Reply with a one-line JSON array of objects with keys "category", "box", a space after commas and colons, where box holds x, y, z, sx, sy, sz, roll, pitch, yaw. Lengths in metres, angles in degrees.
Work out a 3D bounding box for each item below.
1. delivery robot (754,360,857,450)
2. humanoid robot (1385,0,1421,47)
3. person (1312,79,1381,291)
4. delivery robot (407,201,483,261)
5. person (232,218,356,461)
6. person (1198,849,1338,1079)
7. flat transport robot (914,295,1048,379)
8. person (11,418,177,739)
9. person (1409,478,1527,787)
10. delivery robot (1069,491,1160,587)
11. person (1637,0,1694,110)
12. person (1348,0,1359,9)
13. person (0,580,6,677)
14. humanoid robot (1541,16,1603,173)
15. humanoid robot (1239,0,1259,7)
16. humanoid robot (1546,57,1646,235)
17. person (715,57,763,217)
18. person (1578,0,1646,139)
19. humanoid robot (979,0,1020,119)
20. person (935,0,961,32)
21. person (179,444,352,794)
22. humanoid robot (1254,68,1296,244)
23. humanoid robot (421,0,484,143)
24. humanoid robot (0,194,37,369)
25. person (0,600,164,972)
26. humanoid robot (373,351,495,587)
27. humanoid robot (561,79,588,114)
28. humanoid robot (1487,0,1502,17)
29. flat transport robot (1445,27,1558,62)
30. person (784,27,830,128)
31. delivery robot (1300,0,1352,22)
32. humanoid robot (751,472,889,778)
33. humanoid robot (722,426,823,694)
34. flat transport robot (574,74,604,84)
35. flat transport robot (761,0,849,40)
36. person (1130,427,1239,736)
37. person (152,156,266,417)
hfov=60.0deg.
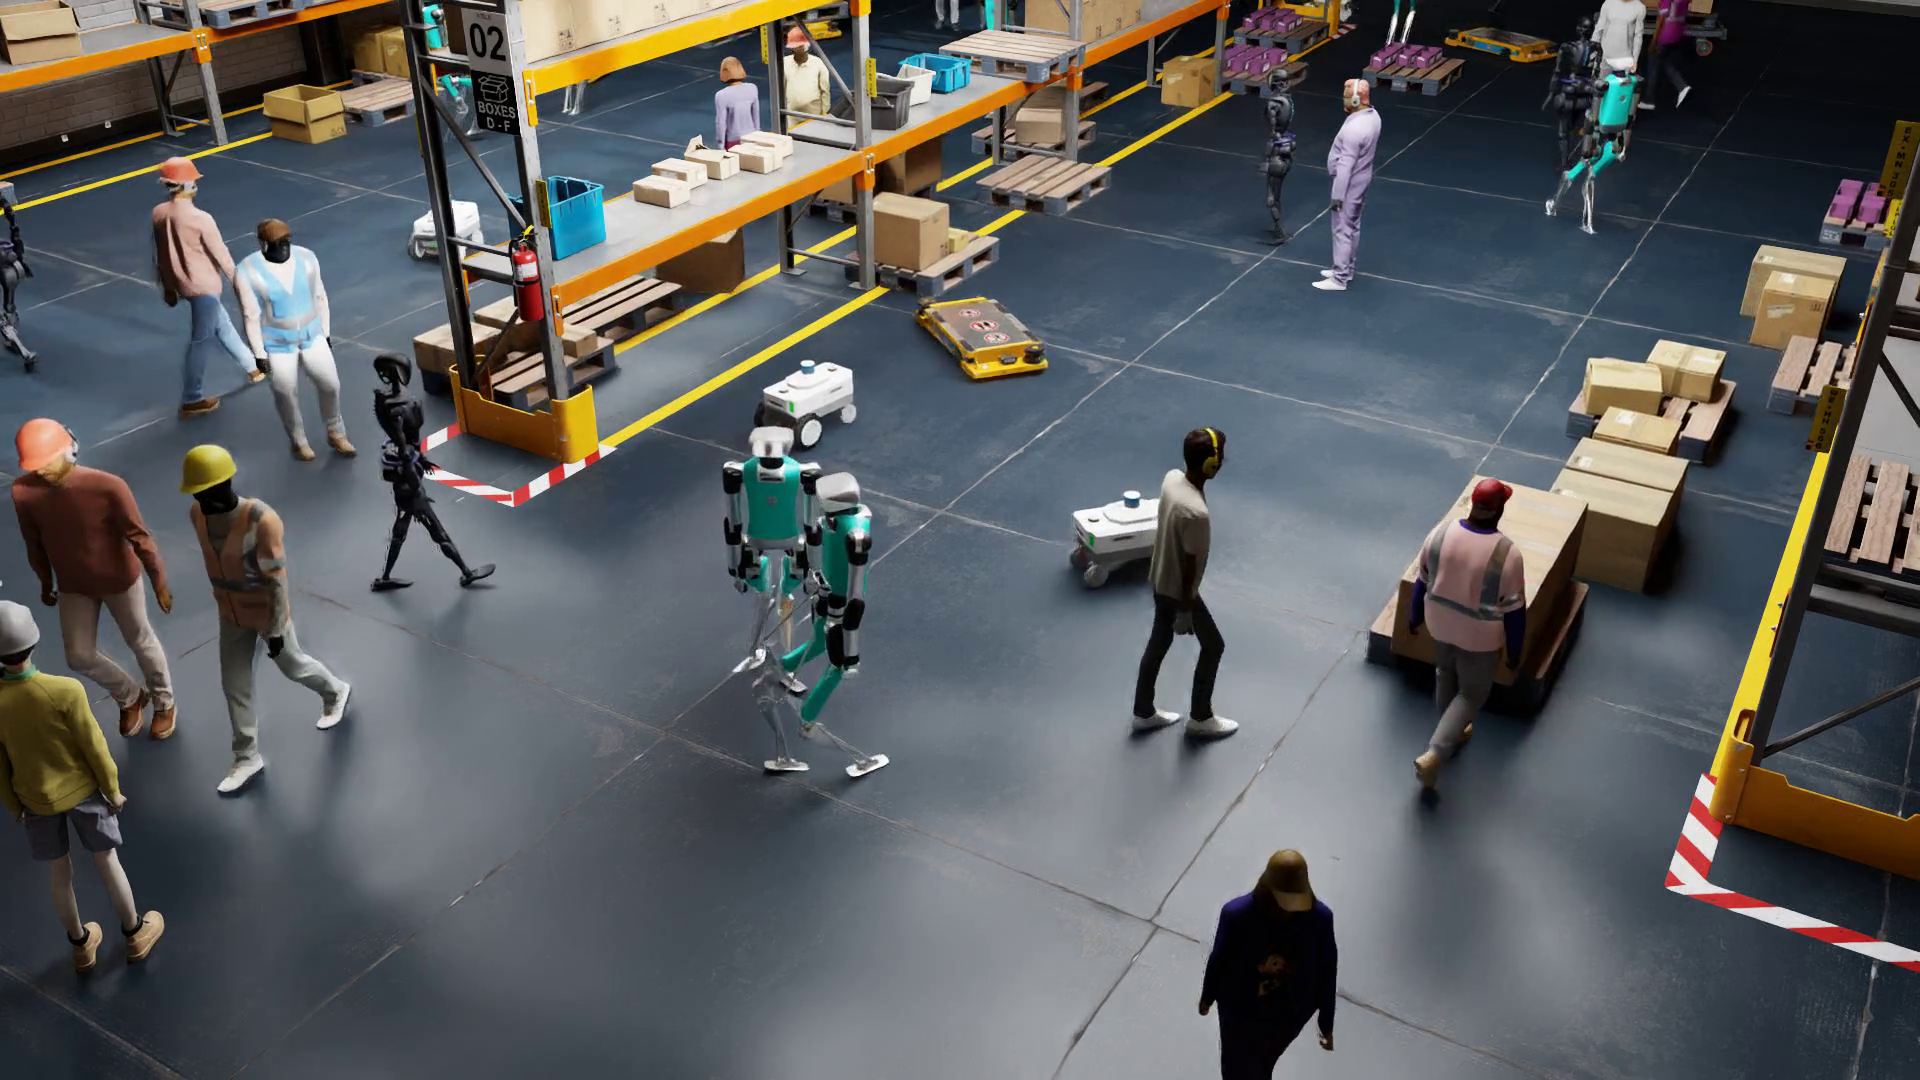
[{"category": "delivery robot", "box": [-1.149, -1.046, 12.514, 0.499, 0.607, 0.801, 23, 36, 34]}, {"category": "humanoid robot", "box": [6.193, -7.646, 23.002, 0.533, 1.808, 0.722, 9, 31, 15]}, {"category": "person", "box": [3.472, -3.175, 14.909, 0.410, 1.897, 0.643, 16, 33, 25]}, {"category": "delivery robot", "box": [-4.911, -2.971, 15.915, 0.499, 0.603, 0.807, 8, 30, 13]}, {"category": "person", "box": [-4.728, -1.387, 11.824, 0.646, 1.825, 0.612, -22, 36, -34]}, {"category": "person", "box": [1.183, 1.852, 6.317, 0.480, 1.578, 0.824, -2, 30, -4]}, {"category": "flat transport robot", "box": [0.161, -1.734, 14.008, 0.659, 0.231, 1.431, -11, 31, -18]}, {"category": "person", "box": [-4.548, 0.226, 8.809, 0.712, 1.969, 0.486, -2, 30, -4]}, {"category": "person", "box": [2.606, 0.474, 8.623, 0.607, 1.729, 0.710, 26, 39, 38]}, {"category": "delivery robot", "box": [1.120, -0.027, 10.716, 0.801, 0.612, 0.499, -9, 31, -15]}, {"category": "person", "box": [8.620, -6.093, 20.137, 0.539, 1.820, 0.617, -20, 35, -32]}, {"category": "person", "box": [5.964, -9.036, 25.413, 0.322, 1.755, 0.562, -12, 32, -21]}, {"category": "person", "box": [-5.582, 0.054, 9.141, 0.379, 1.956, 0.603, 7, 30, 12]}, {"category": "humanoid robot", "box": [6.662, -4.855, 18.106, 0.594, 1.647, 0.503, -6, 30, -10]}, {"category": "humanoid robot", "box": [4.558, -9.091, 25.674, 0.590, 1.637, 0.778, 23, 36, 34]}, {"category": "humanoid robot", "box": [6.204, -3.926, 16.450, 0.546, 1.825, 0.878, -8, 31, -14]}, {"category": "person", "box": [-2.217, -4.006, 16.651, 0.500, 1.628, 0.282, -22, 36, -33]}, {"category": "person", "box": [7.553, -5.604, 19.203, 0.562, 1.898, 0.352, 14, 32, 23]}, {"category": "humanoid robot", "box": [0.602, -5.835, 19.725, 0.532, 1.718, 0.804, 20, 35, 31]}, {"category": "person", "box": [-0.198, -8.282, 23.935, 0.548, 1.917, 0.496, -1, 30, -2]}, {"category": "person", "box": [-3.688, 0.331, 8.717, 0.582, 1.887, 0.901, 9, 31, 16]}, {"category": "humanoid robot", "box": [3.104, -3.715, 16.080, 0.435, 1.638, 0.607, 11, 31, 19]}, {"category": "humanoid robot", "box": [-5.722, -5.397, 19.032, 0.811, 1.801, 0.540, -22, 36, -34]}, {"category": "humanoid robot", "box": [-7.810, -2.215, 13.477, 0.717, 1.650, 0.589, 21, 35, 32]}, {"category": "person", "box": [-3.964, 1.110, 7.333, 0.487, 1.889, 0.385, -7, 30, -12]}, {"category": "humanoid robot", "box": [-3.383, -0.428, 10.312, 0.782, 1.627, 0.586, -8, 30, -13]}, {"category": "humanoid robot", "box": [-4.780, -6.023, 20.148, 0.542, 1.834, 0.682, 17, 34, 27]}, {"category": "humanoid robot", "box": [8.193, -8.735, 24.970, 0.461, 1.645, 0.609, -4, 30, -7]}, {"category": "flat transport robot", "box": [7.538, -6.900, 23.147, 0.659, 0.231, 1.431, -19, 35, -30]}, {"category": "person", "box": [-1.631, -4.446, 17.306, 0.575, 1.745, 0.343, 8, 30, 14]}, {"category": "delivery robot", "box": [5.516, -8.123, 25.009, 0.775, 0.583, 0.499, 12, 32, 21]}, {"category": "humanoid robot", "box": [-0.819, 0.512, 8.569, 0.869, 1.778, 0.537, -9, 31, -16]}, {"category": "humanoid robot", "box": [-1.043, 0.056, 9.350, 0.595, 1.771, 0.868, -1, 30, -2]}, {"category": "flat transport robot", "box": [-5.422, -6.203, 21.914, 1.431, 0.231, 0.659, 6, 30, 10]}, {"category": "flat transport robot", "box": [-2.367, -7.526, 24.255, 0.659, 0.231, 1.431, -18, 34, -29]}, {"category": "person", "box": [1.261, 0.235, 8.930, 0.697, 1.840, 0.507, -9, 31, -16]}, {"category": "person", "box": [-5.774, -1.974, 12.743, 0.612, 1.938, 1.038, 18, 34, 29]}]
